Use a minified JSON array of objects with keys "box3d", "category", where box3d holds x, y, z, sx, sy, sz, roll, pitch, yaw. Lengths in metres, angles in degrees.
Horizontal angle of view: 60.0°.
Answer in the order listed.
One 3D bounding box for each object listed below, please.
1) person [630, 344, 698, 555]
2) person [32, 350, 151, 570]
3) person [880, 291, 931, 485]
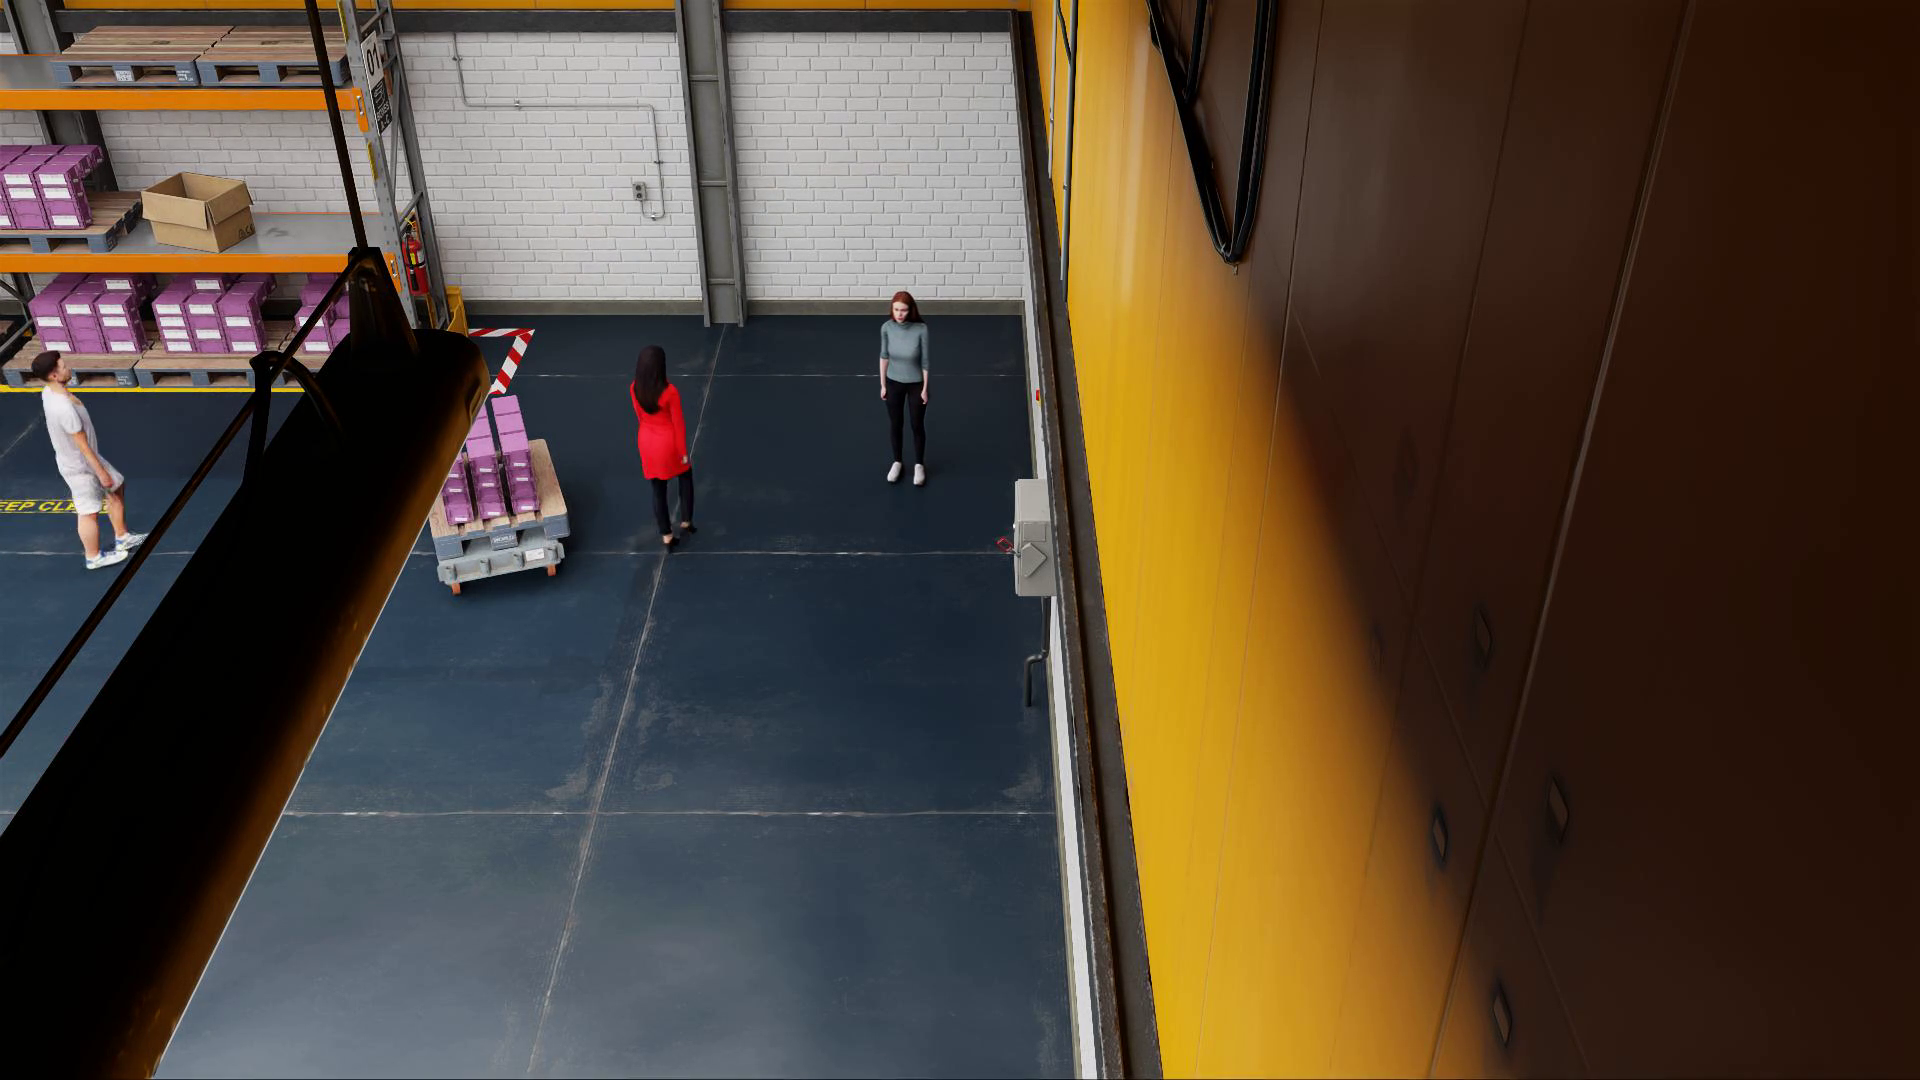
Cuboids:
[{"box3d":[-2.330,-0.653,12.799,0.630,1.735,0.733,9,35,13],"category":"person"},{"box3d":[-6.740,-0.563,12.568,0.961,1.841,0.907,-20,38,-27],"category":"person"},{"box3d":[-0.443,-1.261,13.708,0.531,1.741,0.674,7,34,11],"category":"person"}]
